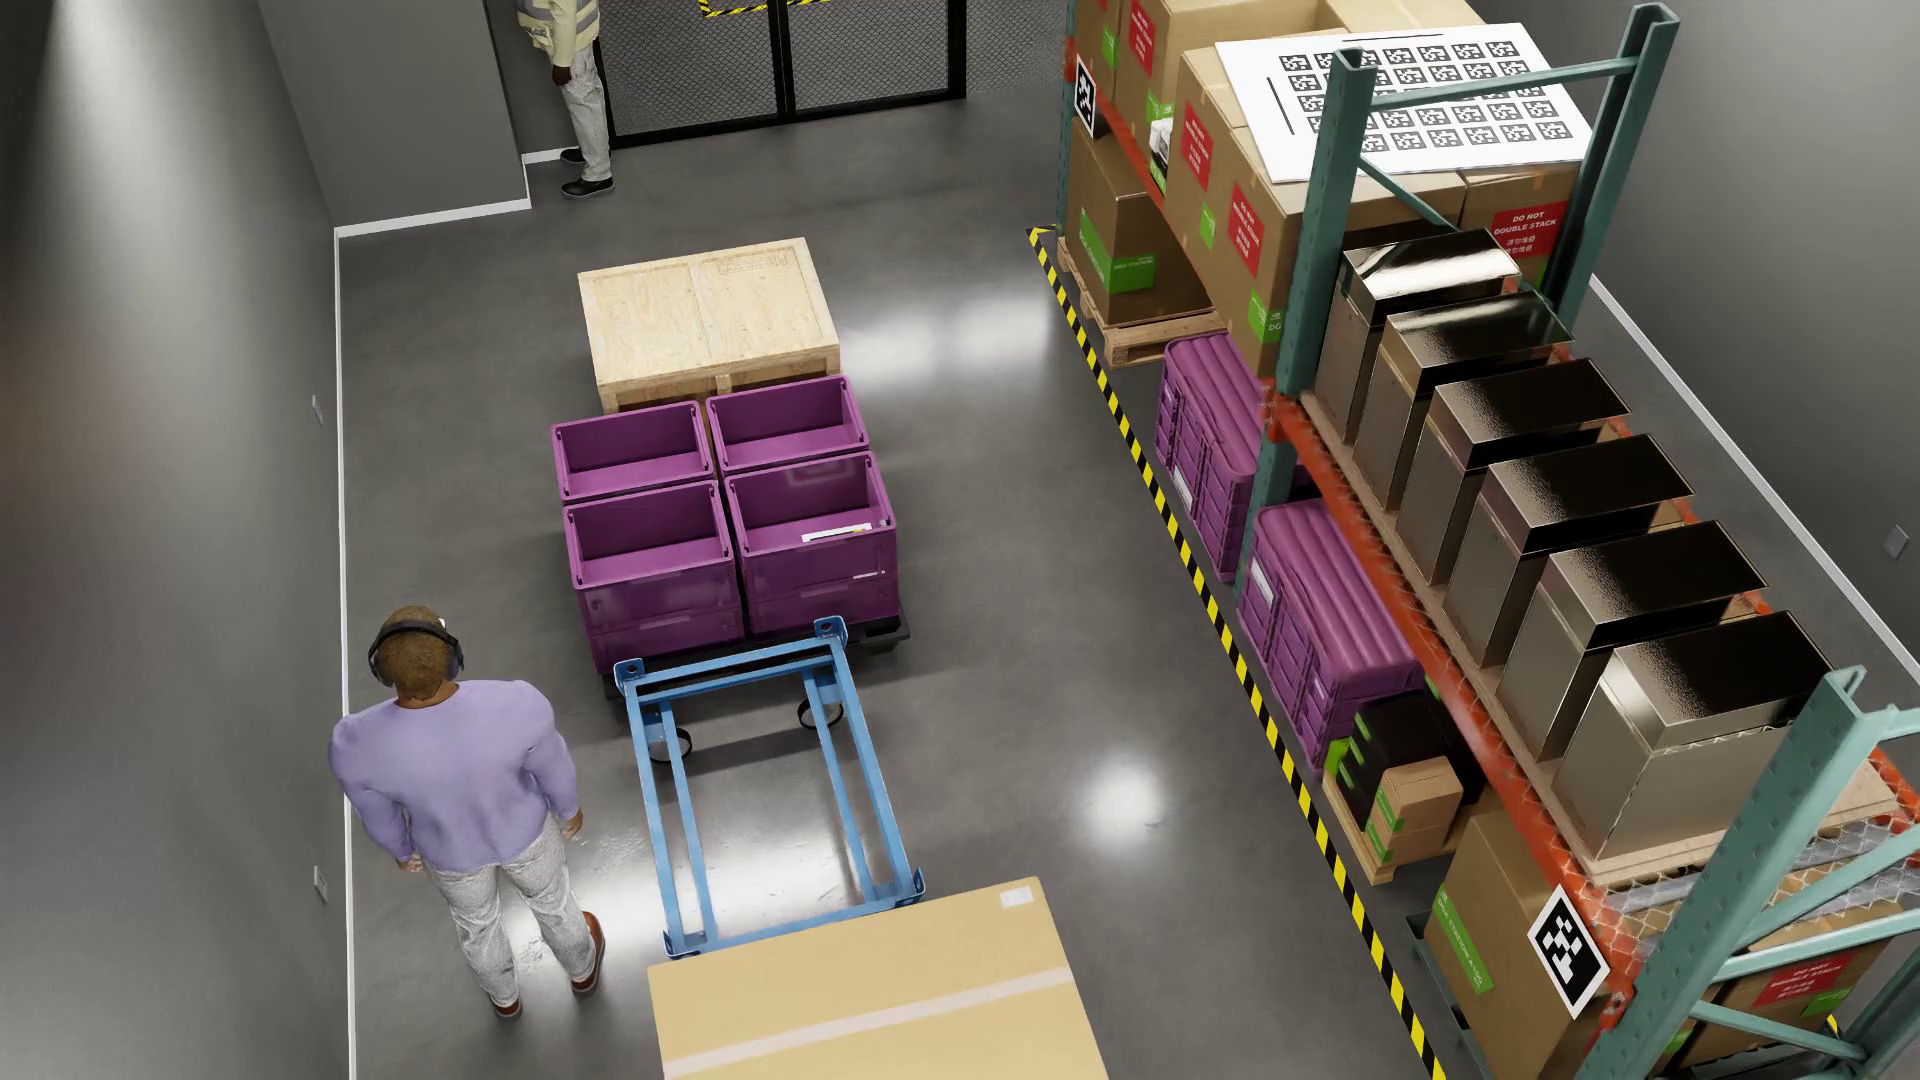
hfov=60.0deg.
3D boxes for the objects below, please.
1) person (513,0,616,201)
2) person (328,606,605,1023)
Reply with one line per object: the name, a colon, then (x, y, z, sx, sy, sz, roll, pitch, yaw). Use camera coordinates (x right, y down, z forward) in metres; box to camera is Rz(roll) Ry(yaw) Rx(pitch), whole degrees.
person: (-1.993, -2.562, 8.310, 0.403, 1.833, 0.586, -5, 48, -5)
person: (-1.461, 0.874, 5.084, 0.631, 1.940, 0.372, -13, 49, -12)
